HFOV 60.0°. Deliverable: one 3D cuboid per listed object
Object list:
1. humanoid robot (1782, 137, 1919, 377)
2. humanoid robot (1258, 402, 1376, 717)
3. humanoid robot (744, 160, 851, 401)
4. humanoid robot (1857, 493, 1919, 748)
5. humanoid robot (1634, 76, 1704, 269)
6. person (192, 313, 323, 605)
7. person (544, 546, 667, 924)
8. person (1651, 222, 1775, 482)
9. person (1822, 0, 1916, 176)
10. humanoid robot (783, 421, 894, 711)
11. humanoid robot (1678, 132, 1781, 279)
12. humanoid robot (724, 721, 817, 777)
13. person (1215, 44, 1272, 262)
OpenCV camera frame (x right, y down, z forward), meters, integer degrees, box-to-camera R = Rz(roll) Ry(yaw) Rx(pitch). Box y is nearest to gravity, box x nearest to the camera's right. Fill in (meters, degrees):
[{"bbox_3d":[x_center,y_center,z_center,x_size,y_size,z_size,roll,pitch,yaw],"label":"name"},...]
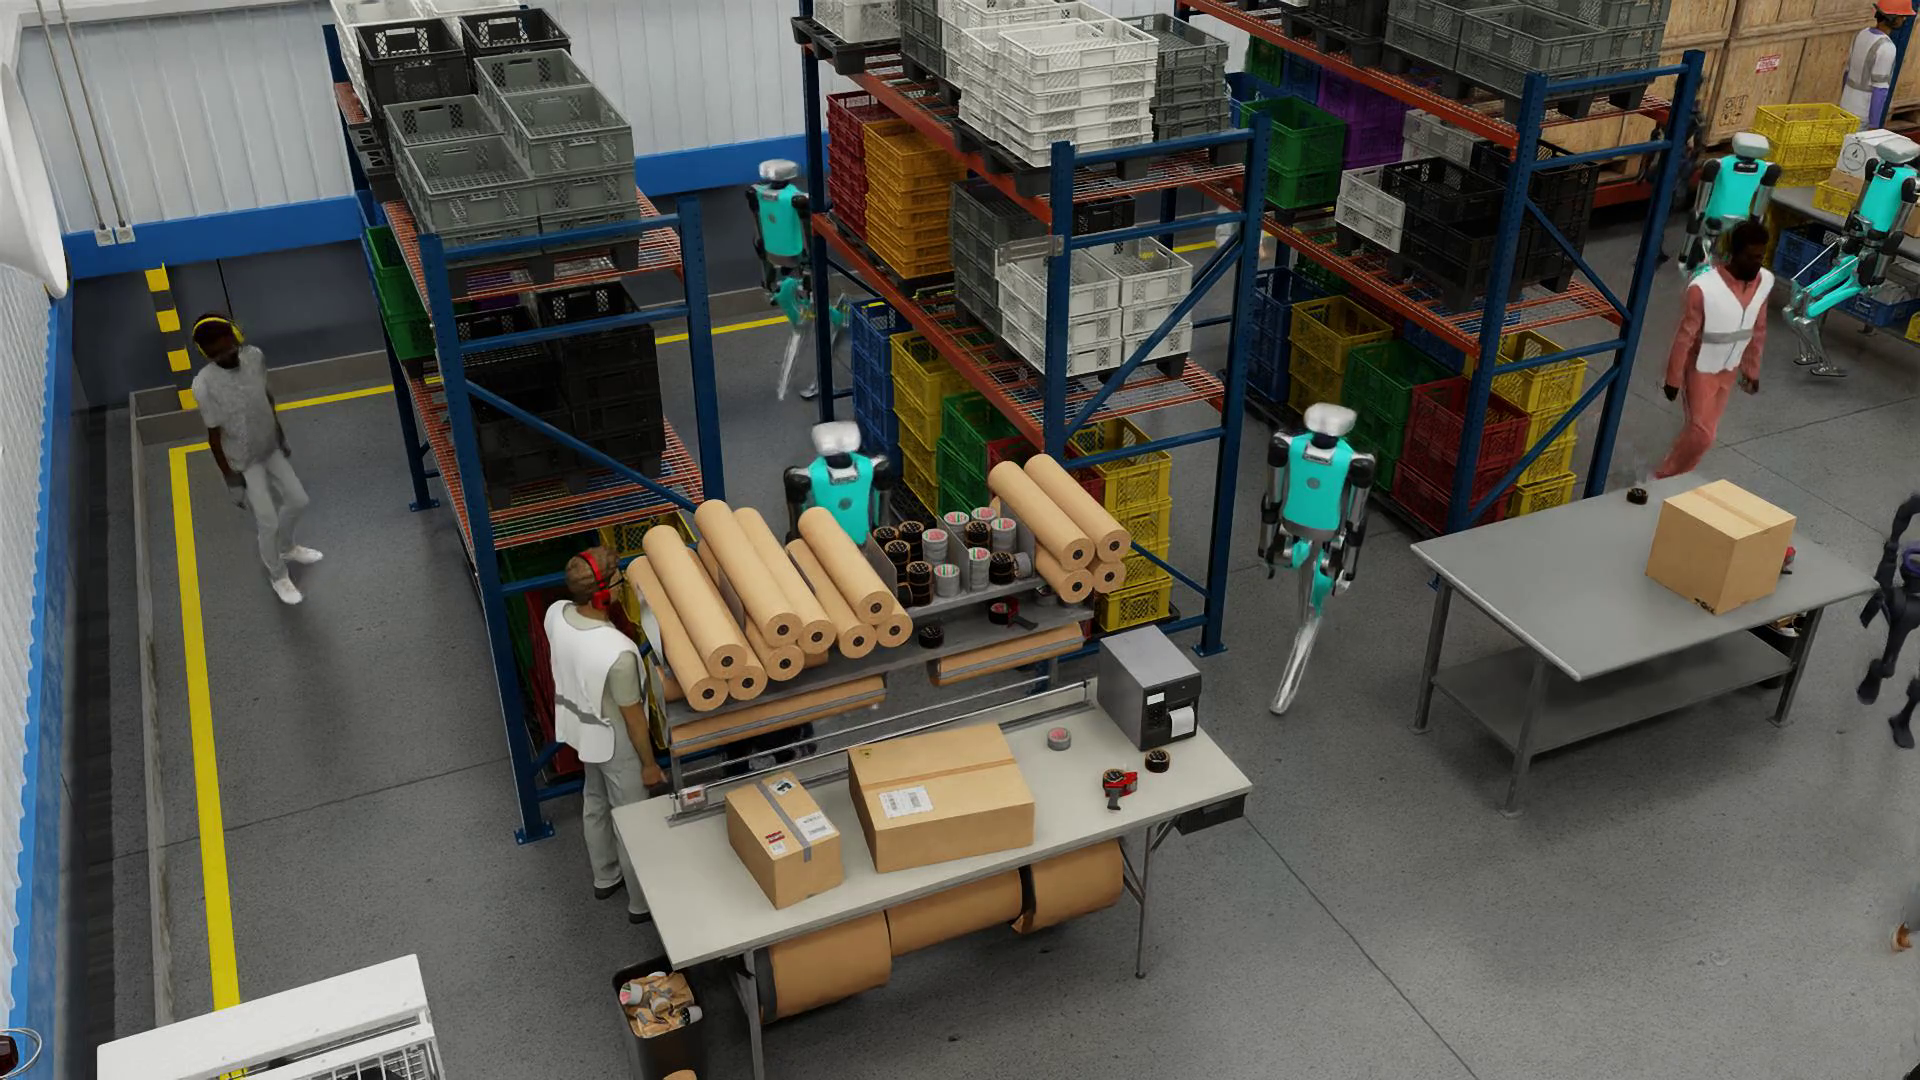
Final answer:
[{"bbox_3d":[6.130,-1.958,11.618,0.735,1.681,0.533,-4,32,-6],"label":"humanoid robot"},{"bbox_3d":[1.868,-0.007,8.626,0.540,1.764,1.029,14,34,22],"label":"humanoid robot"},{"bbox_3d":[-1.061,-1.807,11.501,0.565,1.785,0.683,19,36,28],"label":"humanoid robot"},{"bbox_3d":[4.830,0.250,8.222,0.611,1.649,0.419,9,33,15],"label":"humanoid robot"},{"bbox_3d":[5.727,-2.970,13.447,0.358,1.641,0.586,-10,33,-16],"label":"humanoid robot"},{"bbox_3d":[-3.942,-0.479,9.262,0.463,1.829,0.637,11,33,18],"label":"person"},{"bbox_3d":[-1.497,0.850,7.084,0.562,1.846,0.390,27,41,36],"label":"person"},{"bbox_3d":[4.576,-1.020,10.076,0.590,1.903,0.478,-14,34,-21],"label":"person"},{"bbox_3d":[7.742,-3.679,14.255,0.371,2.043,0.612,0,32,1],"label":"person"},{"bbox_3d":[-0.653,0.112,8.413,0.530,1.798,0.790,-10,33,-15],"label":"humanoid robot"},{"bbox_3d":[5.403,-1.917,11.705,0.569,1.771,0.992,2,32,3],"label":"humanoid robot"},{"bbox_3d":[-0.922,0.783,7.411,0.610,1.650,0.690,16,35,24],"label":"humanoid robot"},{"bbox_3d":[2.372,-3.177,13.641,0.627,1.835,0.429,-7,32,-12],"label":"person"}]
